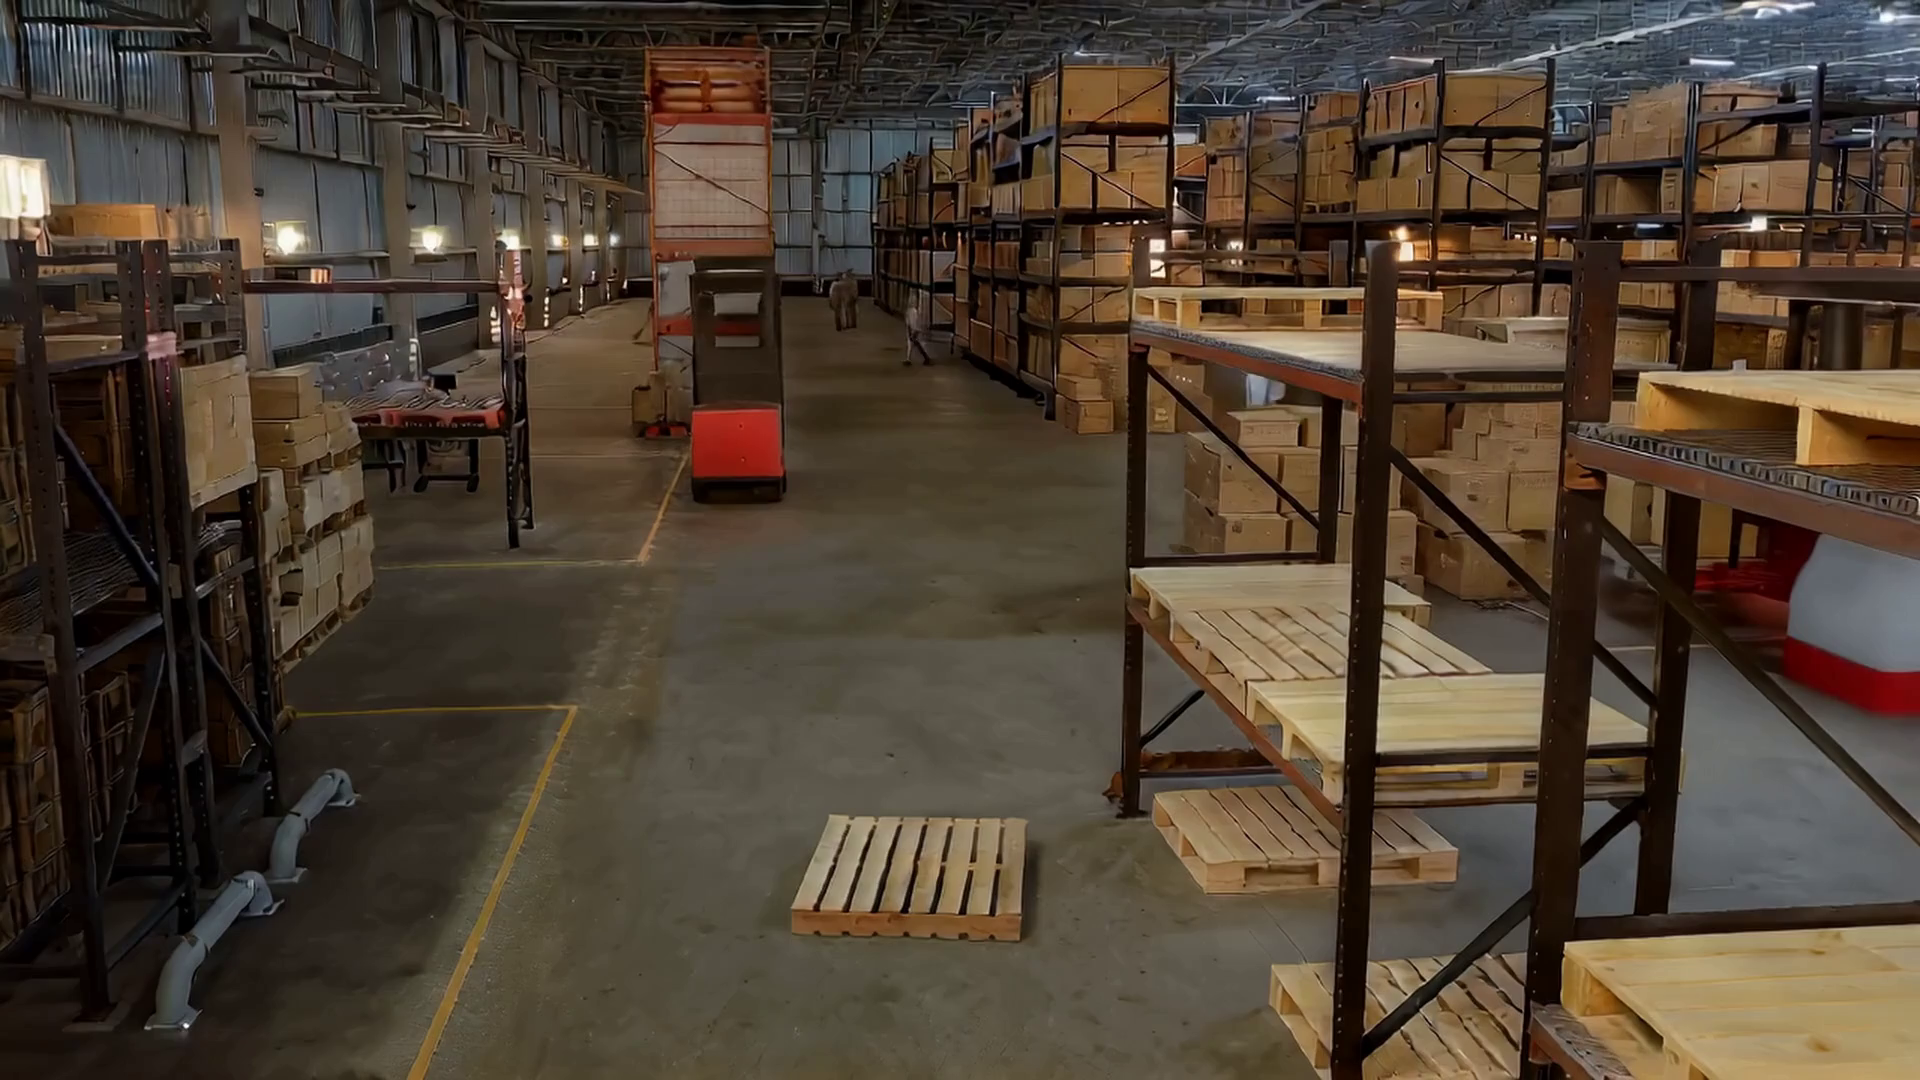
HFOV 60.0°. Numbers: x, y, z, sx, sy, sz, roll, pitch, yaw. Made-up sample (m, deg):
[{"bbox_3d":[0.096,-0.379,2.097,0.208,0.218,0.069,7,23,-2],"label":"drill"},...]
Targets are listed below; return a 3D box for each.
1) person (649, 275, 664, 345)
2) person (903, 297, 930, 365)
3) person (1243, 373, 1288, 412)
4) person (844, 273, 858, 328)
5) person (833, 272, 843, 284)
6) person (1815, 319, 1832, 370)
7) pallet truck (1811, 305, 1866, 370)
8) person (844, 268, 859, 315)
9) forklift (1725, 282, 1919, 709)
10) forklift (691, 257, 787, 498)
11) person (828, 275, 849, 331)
[{"bbox_3d":[-8.816,-6.659,48.174,0.393,2.036,0.605,4,11,19],"label":"person"},{"bbox_3d":[-1.062,-5.084,40.464,0.637,1.660,0.541,7,12,34],"label":"person"},{"bbox_3d":[3.515,-1.295,18.778,0.660,1.912,0.565,-8,13,-36],"label":"person"},{"bbox_3d":[-3.809,-8.306,57.662,0.410,1.906,0.642,6,12,30],"label":"person"},{"bbox_3d":[-5.464,-11.293,75.051,0.512,1.606,0.834,2,10,12],"label":"person"},{"bbox_3d":[13.118,-2.434,25.119,0.398,1.911,0.587,10,14,43],"label":"person"},{"bbox_3d":[15.846,-3.142,28.793,1.885,1.965,0.823,2,10,12],"label":"pallet truck"},{"bbox_3d":[-4.370,-10.033,67.223,0.643,1.912,0.836,-2,11,-13],"label":"person"},{"bbox_3d":[6.242,-0.419,11.257,1.129,2.768,1.873,-1,10,-6],"label":"forklift"},{"bbox_3d":[-2.671,-1.988,19.951,1.129,2.768,1.873,-1,10,-6],"label":"forklift"},{"bbox_3d":[-4.073,-7.902,55.561,0.664,1.852,0.986,-3,11,-14],"label":"person"}]
